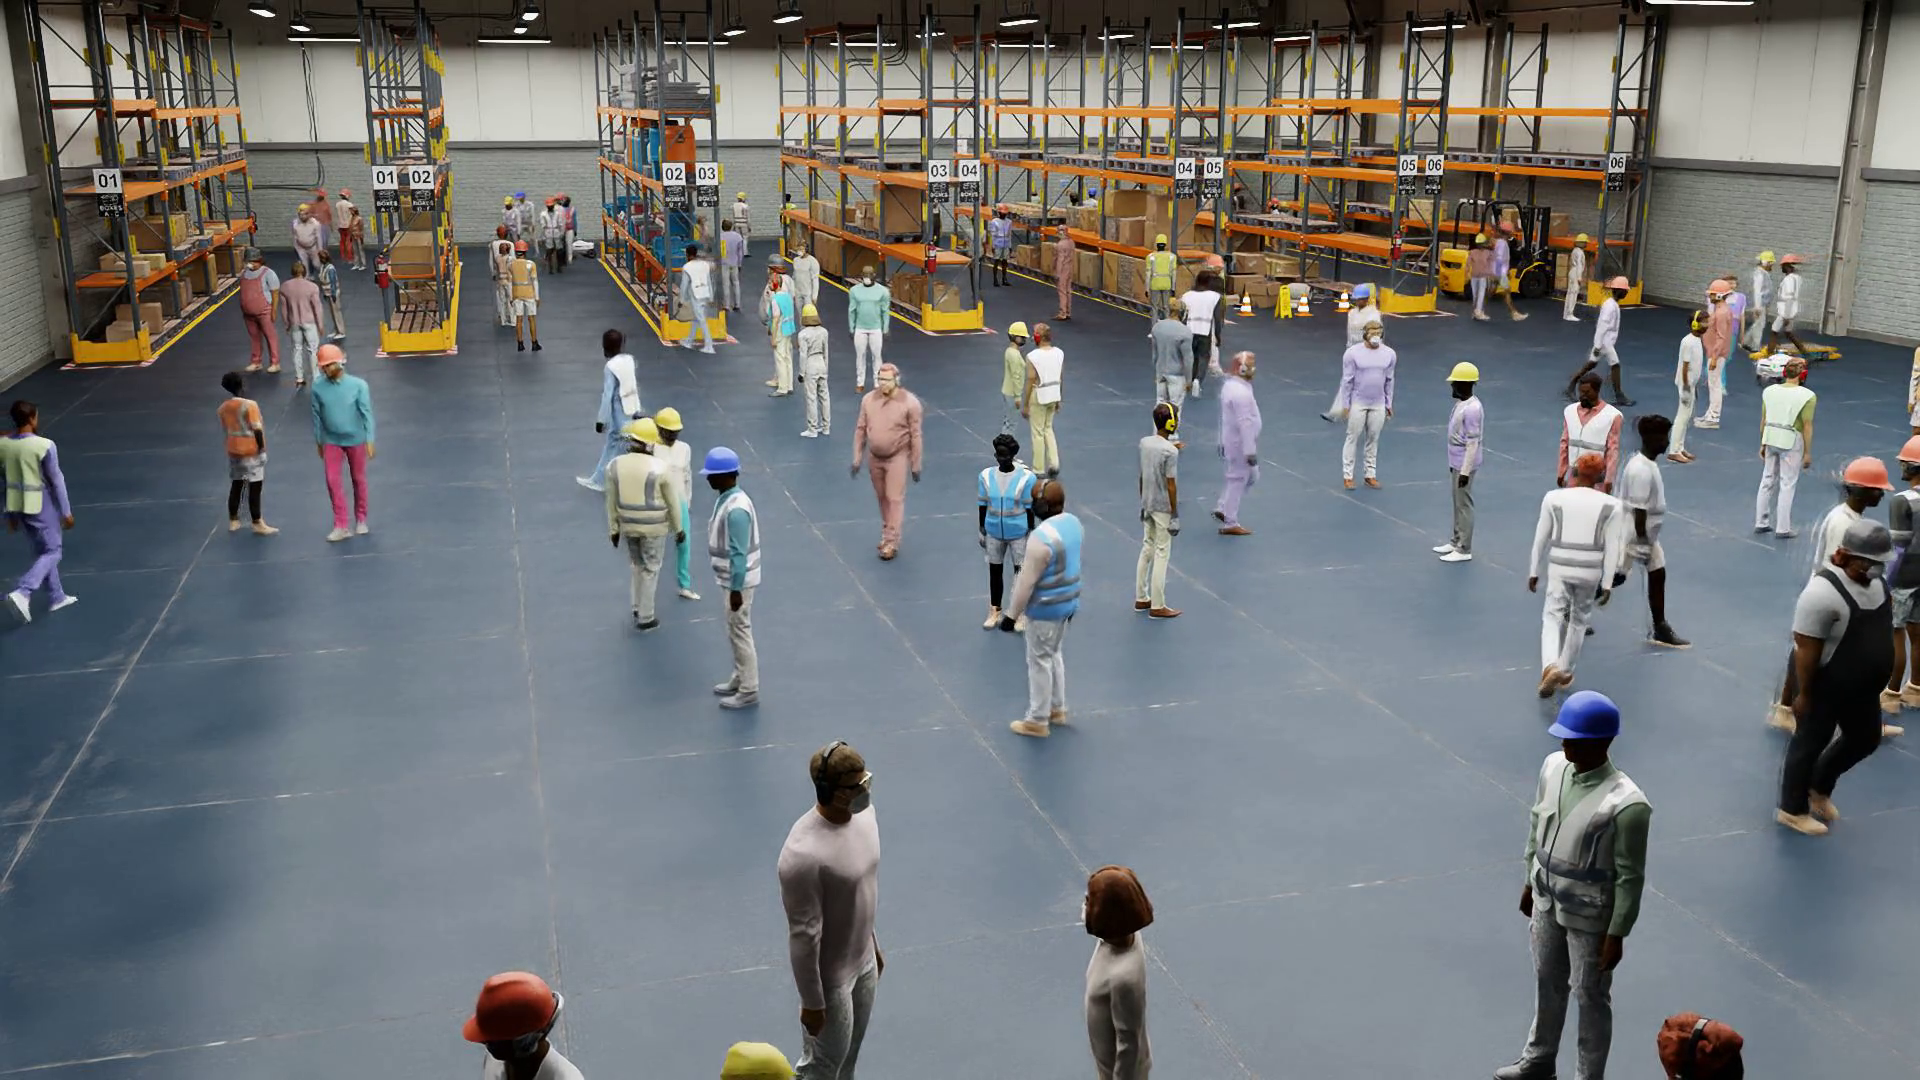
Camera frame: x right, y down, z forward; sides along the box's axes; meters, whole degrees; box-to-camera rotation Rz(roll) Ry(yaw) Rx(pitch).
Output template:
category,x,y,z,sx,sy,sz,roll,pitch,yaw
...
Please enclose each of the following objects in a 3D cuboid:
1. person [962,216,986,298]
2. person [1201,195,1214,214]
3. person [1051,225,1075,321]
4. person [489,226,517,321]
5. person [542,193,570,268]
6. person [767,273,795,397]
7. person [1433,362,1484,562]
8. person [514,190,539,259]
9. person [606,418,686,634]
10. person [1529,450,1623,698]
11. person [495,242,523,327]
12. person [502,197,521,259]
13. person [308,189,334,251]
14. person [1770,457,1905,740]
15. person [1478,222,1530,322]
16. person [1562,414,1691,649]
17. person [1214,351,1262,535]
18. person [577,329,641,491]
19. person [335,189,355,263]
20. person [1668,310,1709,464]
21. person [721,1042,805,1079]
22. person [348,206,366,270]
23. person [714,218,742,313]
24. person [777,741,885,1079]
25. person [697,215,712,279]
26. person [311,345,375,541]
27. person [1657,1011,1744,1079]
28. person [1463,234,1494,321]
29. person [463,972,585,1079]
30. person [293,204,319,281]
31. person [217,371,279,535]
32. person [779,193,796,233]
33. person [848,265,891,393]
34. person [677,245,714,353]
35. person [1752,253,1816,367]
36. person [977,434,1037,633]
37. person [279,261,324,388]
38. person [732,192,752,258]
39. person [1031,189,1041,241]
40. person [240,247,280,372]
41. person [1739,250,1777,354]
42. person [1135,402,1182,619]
category,x,y,z,sx,sy,sz,roll,pitch,yaw
person,0.295,-6.350,37.235,0.517,1.834,0.900,-3,15,-10
person,7.232,-9.466,48.777,0.594,1.925,0.378,-11,19,-36
person,2.053,-5.361,33.370,0.410,1.907,0.642,7,16,25
person,-9.136,-5.348,33.360,0.585,1.882,0.337,5,16,17
person,-10.540,-8.036,43.337,0.663,1.957,0.749,11,18,35
person,-2.667,-3.056,24.833,0.386,1.836,0.563,4,15,15
person,4.809,-0.748,15.965,0.379,1.928,0.585,2,15,8
person,-12.126,-8.758,46.167,0.749,1.910,0.516,2,15,9
person,-2.579,-0.133,13.878,0.597,1.811,0.578,6,16,20
person,4.514,0.275,12.265,0.597,1.858,0.788,7,16,23
person,-8.829,-4.977,32.431,0.513,1.641,0.309,9,17,29
person,-11.947,-8.222,44.305,0.600,1.823,0.403,6,16,22
person,-17.655,-8.659,45.717,0.826,1.940,0.395,-4,15,-15
person,6.125,0.438,11.355,0.929,2.007,0.626,11,19,37
person,10.822,-5.334,33.117,1.051,1.987,0.613,3,15,12
person,5.455,-0.087,13.495,0.999,1.927,0.614,9,17,29
person,2.861,-0.966,16.864,0.442,1.892,0.647,1,15,5
person,-3.861,-1.422,18.622,0.990,1.861,0.616,2,15,8
person,-16.612,-8.497,45.048,0.597,1.977,0.436,7,16,25
person,8.924,-1.878,20.339,0.318,1.867,0.523,10,18,34
person,-0.481,2.274,4.981,0.657,1.711,0.762,0,15,-1
person,-15.653,-7.831,43.170,0.515,1.641,0.314,10,18,32
person,-4.820,-5.710,34.620,0.632,1.940,0.372,-11,18,-35
person,-0.485,1.717,6.674,0.372,1.940,0.630,6,16,20
person,-6.225,-7.053,40.311,0.865,1.590,0.528,13,20,40
person,-6.214,-0.986,16.779,0.654,1.962,0.673,-1,15,-5
person,2.038,2.236,4.826,0.354,1.883,0.572,10,18,32
person,10.335,-5.229,33.217,0.558,1.722,0.873,9,17,31
person,-1.357,2.168,5.334,0.564,1.748,0.339,14,20,42
person,-15.748,-7.153,40.136,0.587,1.905,0.717,-7,17,-26
person,-7.296,-0.872,16.928,0.620,1.675,0.327,8,17,29
person,-4.940,-9.124,47.926,0.535,1.700,0.318,2,15,6
person,-1.354,-3.157,25.048,0.667,1.936,0.416,2,15,7
person,-4.704,-4.235,29.199,0.977,1.865,0.590,9,17,30
person,13.652,-3.742,27.316,0.895,1.902,0.568,11,18,35
person,0.390,-0.060,13.839,0.530,1.689,0.321,5,16,20
person,-10.104,-3.311,25.595,0.635,1.936,0.354,1,15,3
person,-6.091,-8.771,46.408,0.634,1.830,0.418,9,17,31
person,2.310,-10.211,52.141,0.505,1.632,0.269,-8,17,-27
person,-11.414,-3.744,27.024,0.674,2.000,0.535,4,15,16
person,13.848,-4.100,28.779,0.404,1.824,0.621,8,17,27
person,1.715,-0.253,14.241,0.317,1.860,0.513,-8,17,-28
